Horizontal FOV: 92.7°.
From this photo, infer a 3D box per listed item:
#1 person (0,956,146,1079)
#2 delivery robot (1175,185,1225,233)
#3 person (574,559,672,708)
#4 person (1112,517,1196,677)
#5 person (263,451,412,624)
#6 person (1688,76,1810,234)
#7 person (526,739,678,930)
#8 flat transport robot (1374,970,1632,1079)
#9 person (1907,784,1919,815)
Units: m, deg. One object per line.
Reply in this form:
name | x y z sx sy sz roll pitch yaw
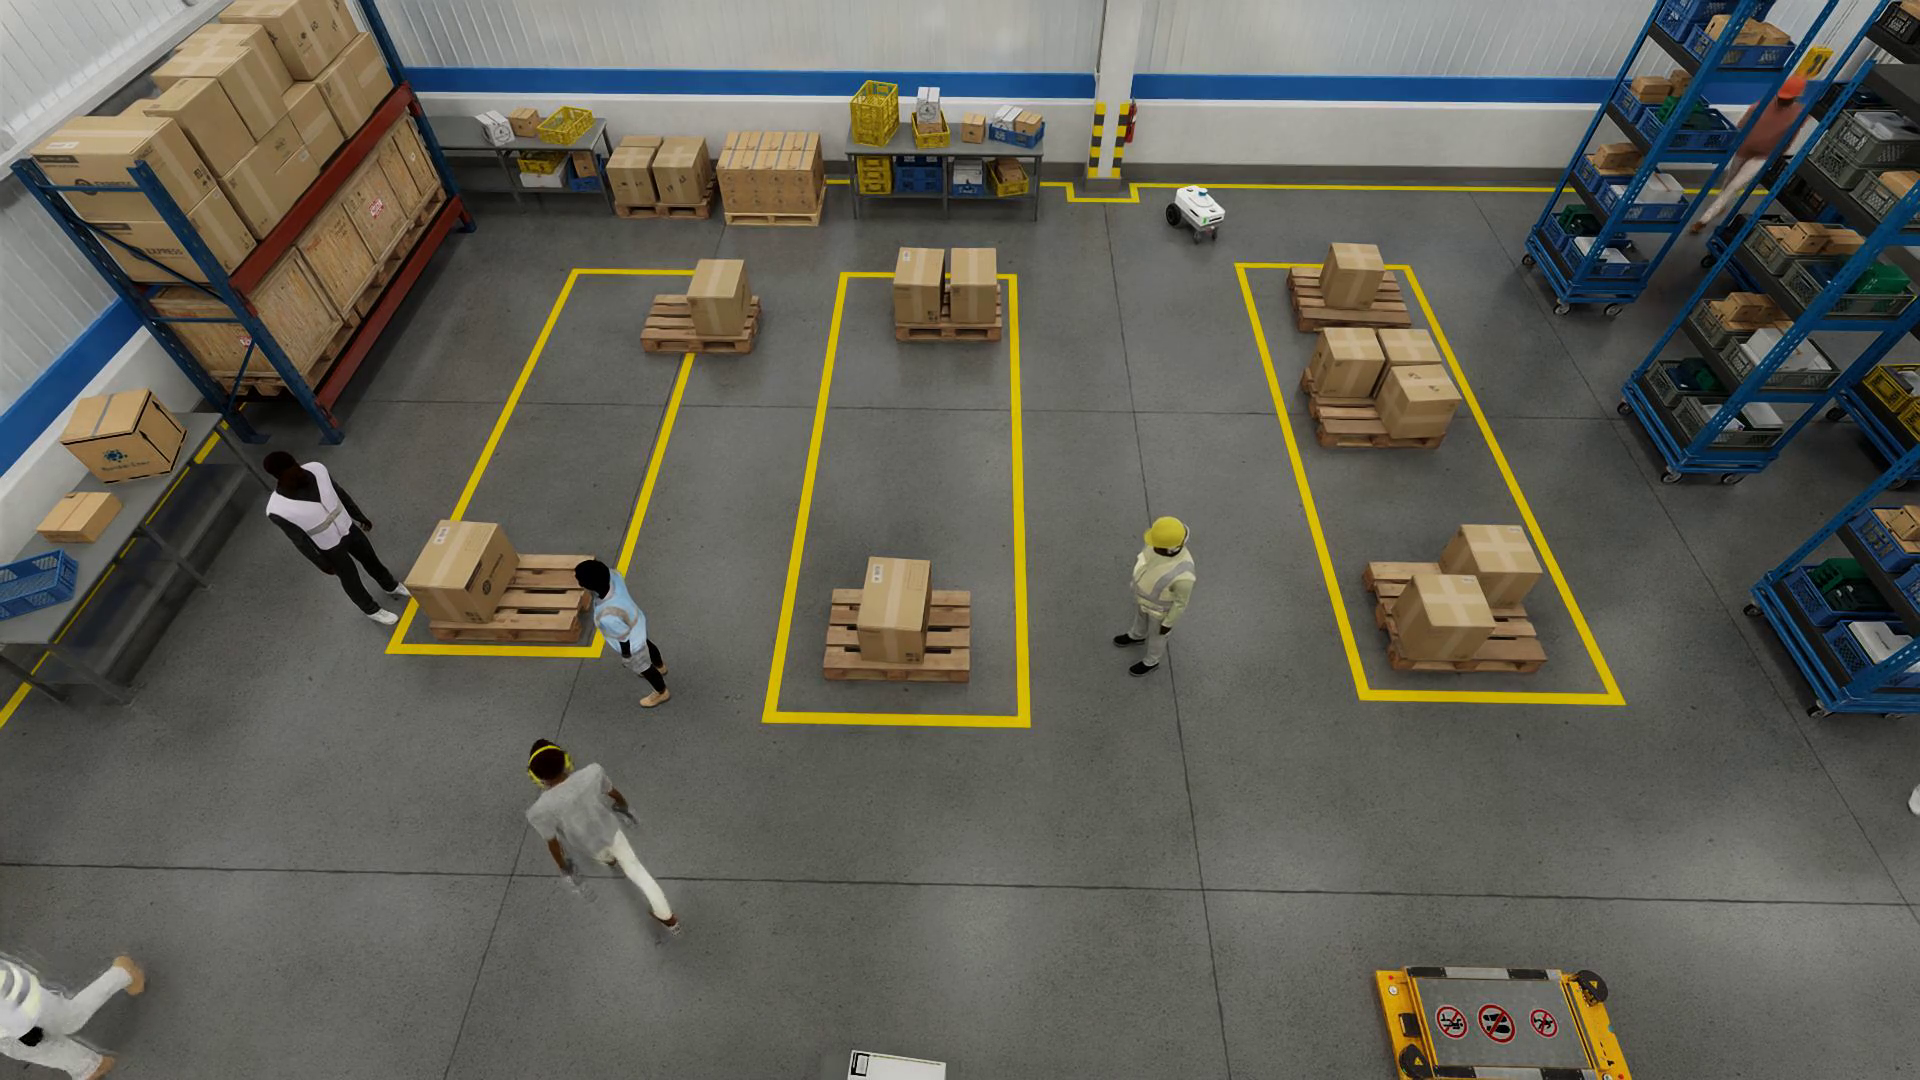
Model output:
person | -5.577 2.677 5.320 0.633 1.785 0.780 -1 51 0
delivery robot | 3.055 -4.238 11.683 0.477 0.478 0.707 -19 53 -15
person | -2.543 0.707 6.975 0.317 1.698 0.540 -12 52 -9
person | 1.518 0.436 7.121 0.404 1.819 0.591 -12 52 -9
person | -5.082 -0.030 7.444 0.384 1.910 0.592 8 51 6
person | 9.828 -4.830 11.366 1.109 1.906 0.623 -34 58 -25
person | -2.336 1.947 5.911 0.566 1.801 0.990 -33 58 -24
flat transport robot | 3.501 3.133 5.914 1.431 0.197 0.652 1 51 1
person | 7.397 1.506 6.366 0.550 1.624 0.387 28 56 21
